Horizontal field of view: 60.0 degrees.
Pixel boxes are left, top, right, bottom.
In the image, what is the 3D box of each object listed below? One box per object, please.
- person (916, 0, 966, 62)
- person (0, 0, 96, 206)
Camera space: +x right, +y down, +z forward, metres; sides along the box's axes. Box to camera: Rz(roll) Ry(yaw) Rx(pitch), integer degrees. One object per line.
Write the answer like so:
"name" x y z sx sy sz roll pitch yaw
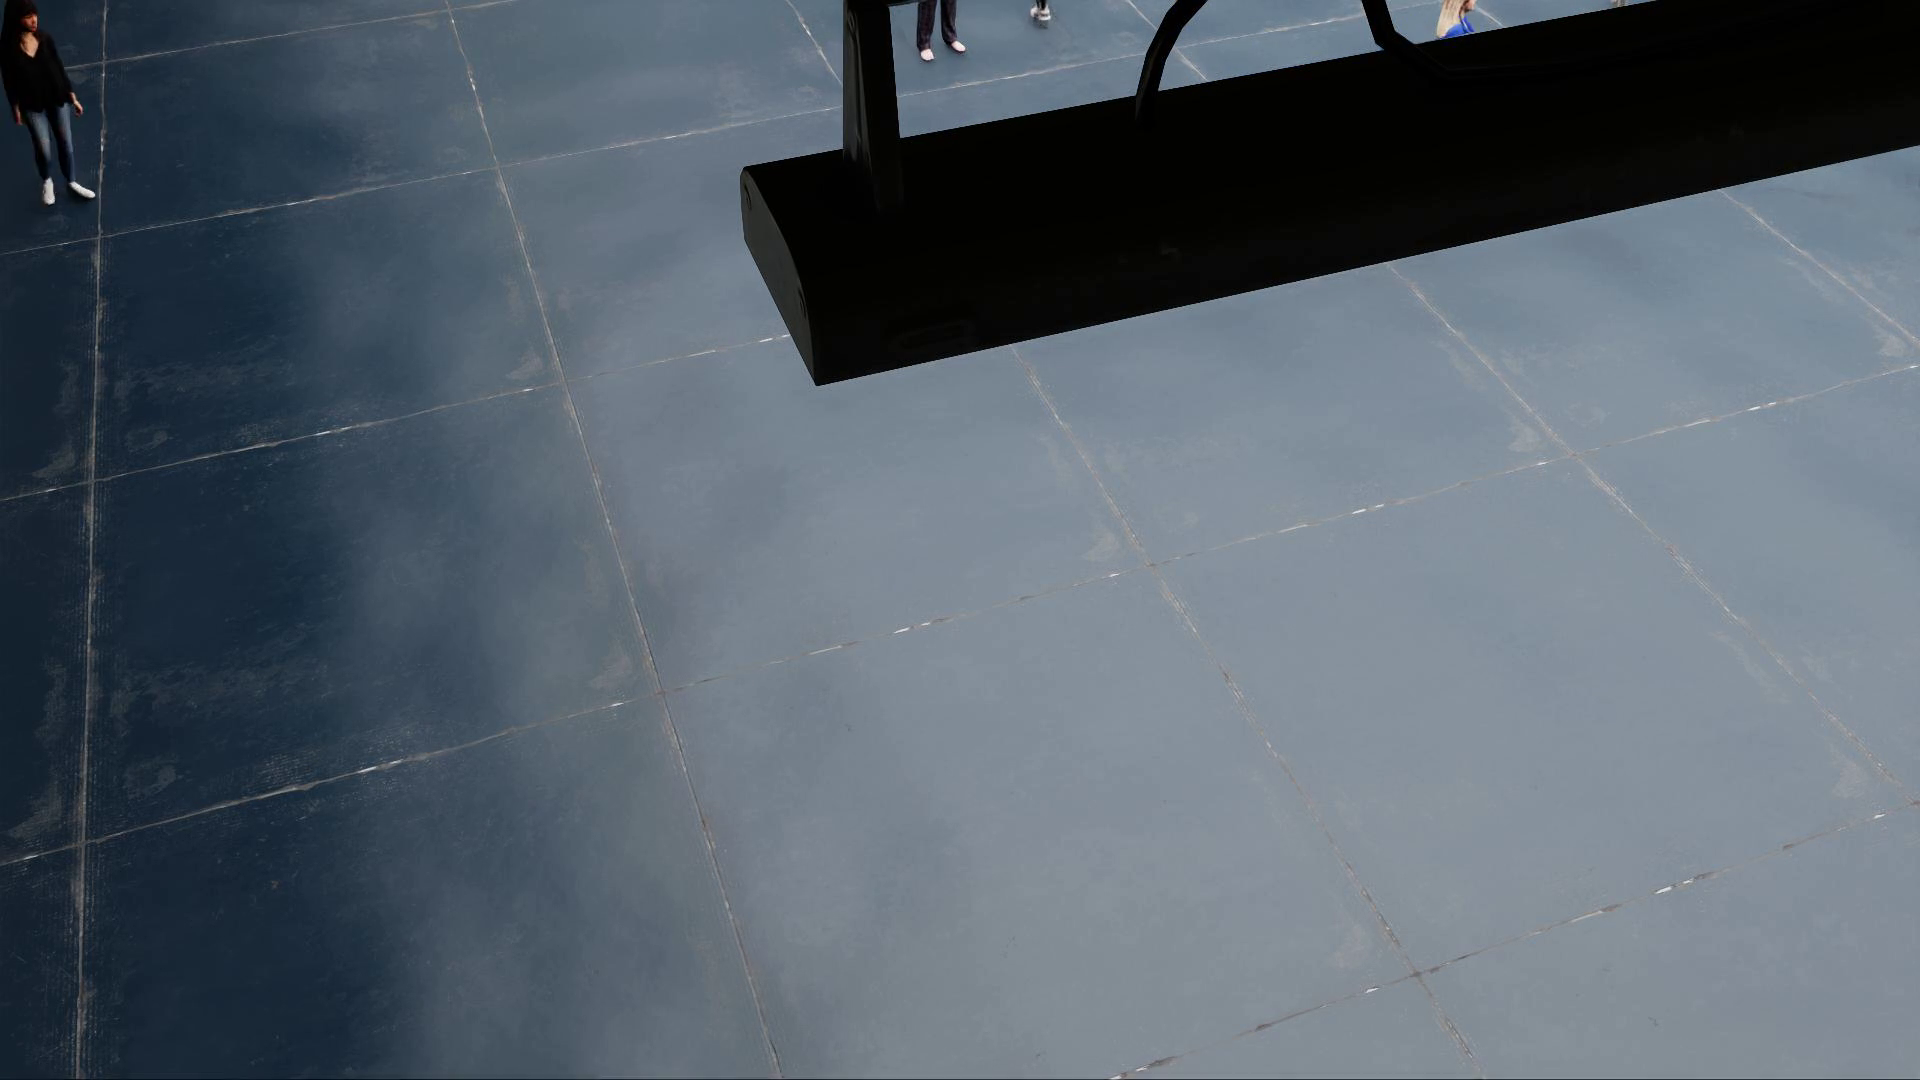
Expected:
"person" -0.166 -5.057 14.197 0.695 1.871 0.602 -21 47 -21
"person" -6.909 -3.290 12.483 0.764 1.626 0.782 -28 50 -27
